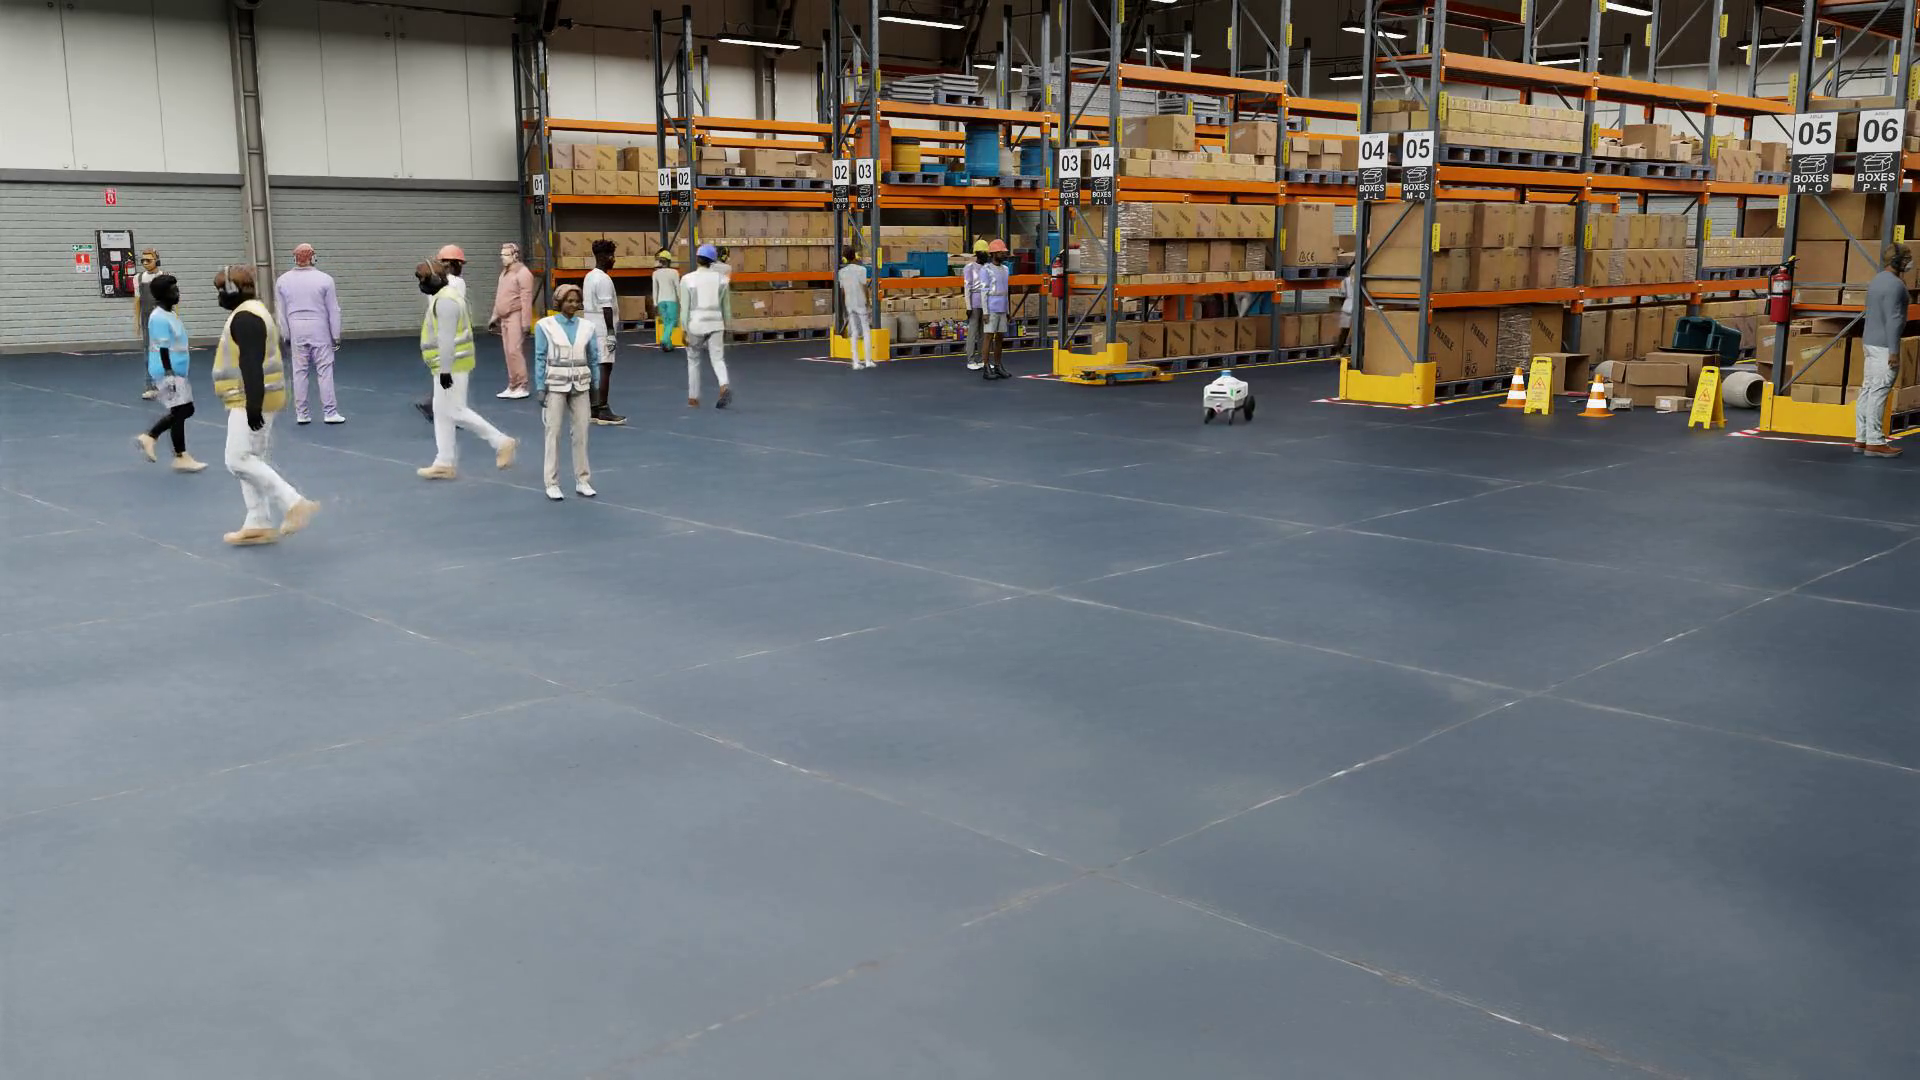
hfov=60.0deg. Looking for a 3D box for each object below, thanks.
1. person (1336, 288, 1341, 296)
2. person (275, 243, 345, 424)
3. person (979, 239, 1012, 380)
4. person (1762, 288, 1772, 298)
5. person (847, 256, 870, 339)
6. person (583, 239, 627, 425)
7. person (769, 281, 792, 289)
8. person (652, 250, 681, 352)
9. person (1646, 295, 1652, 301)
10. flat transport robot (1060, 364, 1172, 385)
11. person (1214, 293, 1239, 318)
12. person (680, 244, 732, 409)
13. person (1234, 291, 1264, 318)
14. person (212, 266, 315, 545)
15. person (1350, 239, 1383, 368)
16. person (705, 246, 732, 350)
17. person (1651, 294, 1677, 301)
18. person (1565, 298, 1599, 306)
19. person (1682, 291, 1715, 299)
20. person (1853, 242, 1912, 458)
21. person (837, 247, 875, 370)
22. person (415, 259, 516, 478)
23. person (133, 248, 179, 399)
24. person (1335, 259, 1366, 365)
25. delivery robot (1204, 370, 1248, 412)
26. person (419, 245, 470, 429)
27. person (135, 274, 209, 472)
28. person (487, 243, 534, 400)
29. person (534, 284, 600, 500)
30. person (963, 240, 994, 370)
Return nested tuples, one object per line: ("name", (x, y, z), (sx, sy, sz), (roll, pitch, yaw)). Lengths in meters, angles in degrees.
("person", (7.188, -4.527, 30.608), (0.820, 1.883, 0.592), (-7, 12, -33))
("person", (-6.908, -2.191, 17.732), (0.641, 1.913, 0.408), (0, 10, -1))
("person", (0.516, -3.240, 23.360), (0.342, 1.942, 0.552), (9, 14, 41))
("person", (16.599, -5.121, 33.964), (0.614, 1.813, 0.442), (-4, 11, -21))
("person", (-1.923, -4.601, 31.705), (0.835, 1.592, 0.545), (-9, 14, -42))
("person", (-3.821, -2.229, 17.790), (0.363, 1.962, 0.612), (-6, 12, -30))
("person", (-3.972, -5.688, 37.011), (0.592, 1.833, 0.404), (5, 11, 25))
("person", (-5.050, -4.112, 28.653), (0.544, 1.745, 0.684), (5, 11, 24))
("person", (14.478, -5.234, 34.400), (0.562, 1.889, 0.986), (-9, 13, -39))
("flat transport robot", (2.141, -2.272, 22.760), (1.431, 0.197, 0.652), (-6, 12, -30))
("person", (4.959, -4.613, 30.740), (0.652, 1.975, 0.549), (8, 13, 38))
("person", (-2.895, -2.449, 19.152), (0.622, 1.914, 0.845), (-5, 12, -25))
("person", (5.120, -4.356, 29.570), (0.658, 1.890, 1.008), (7, 13, 35))
("person", (-4.582, -0.871, 10.817), (0.487, 1.808, 0.671), (-4, 11, -21))
("person", (6.160, -3.565, 25.144), (0.543, 1.939, 0.361), (8, 13, 38))
("person", (-4.279, -4.226, 29.097), (0.578, 1.818, 0.827), (1, 10, 7))
("person", (13.198, -4.516, 31.165), (0.278, 1.633, 0.507), (-8, 13, -37))
("person", (11.086, -4.373, 29.560), (0.625, 1.934, 0.550), (7, 12, 32))
("person", (14.603, -4.942, 32.867), (0.597, 1.866, 0.523), (6, 12, 28))
("person", (8.462, -1.746, 15.226), (0.370, 1.941, 0.627), (2, 11, 12))
("person", (-1.561, -3.483, 25.013), (0.602, 1.817, 0.574), (4, 11, 19))
("person", (-4.138, -1.418, 13.802), (0.722, 1.810, 0.679), (-4, 11, -19))
("person", (-9.866, -2.653, 20.429), (0.520, 1.844, 0.330), (-1, 10, -4))
("person", (6.118, -3.553, 25.868), (0.534, 1.653, 0.910), (9, 14, 41))
("delivery robot", (2.893, -1.601, 18.071), (0.477, 0.478, 0.707), (4, 11, 23))
("person", (-5.322, -2.091, 17.206), (0.577, 1.907, 0.676), (9, 14, 41))
("person", (-6.749, -1.414, 14.128), (0.520, 1.682, 0.537), (-2, 11, -11))
("person", (-5.526, -2.699, 20.535), (0.435, 1.904, 0.667), (-8, 13, -38))
("person", (-3.015, -1.142, 12.776), (0.515, 1.634, 0.324), (-8, 13, -36))
("person", (0.300, -3.525, 24.952), (0.355, 1.930, 0.587), (10, 14, 43))
